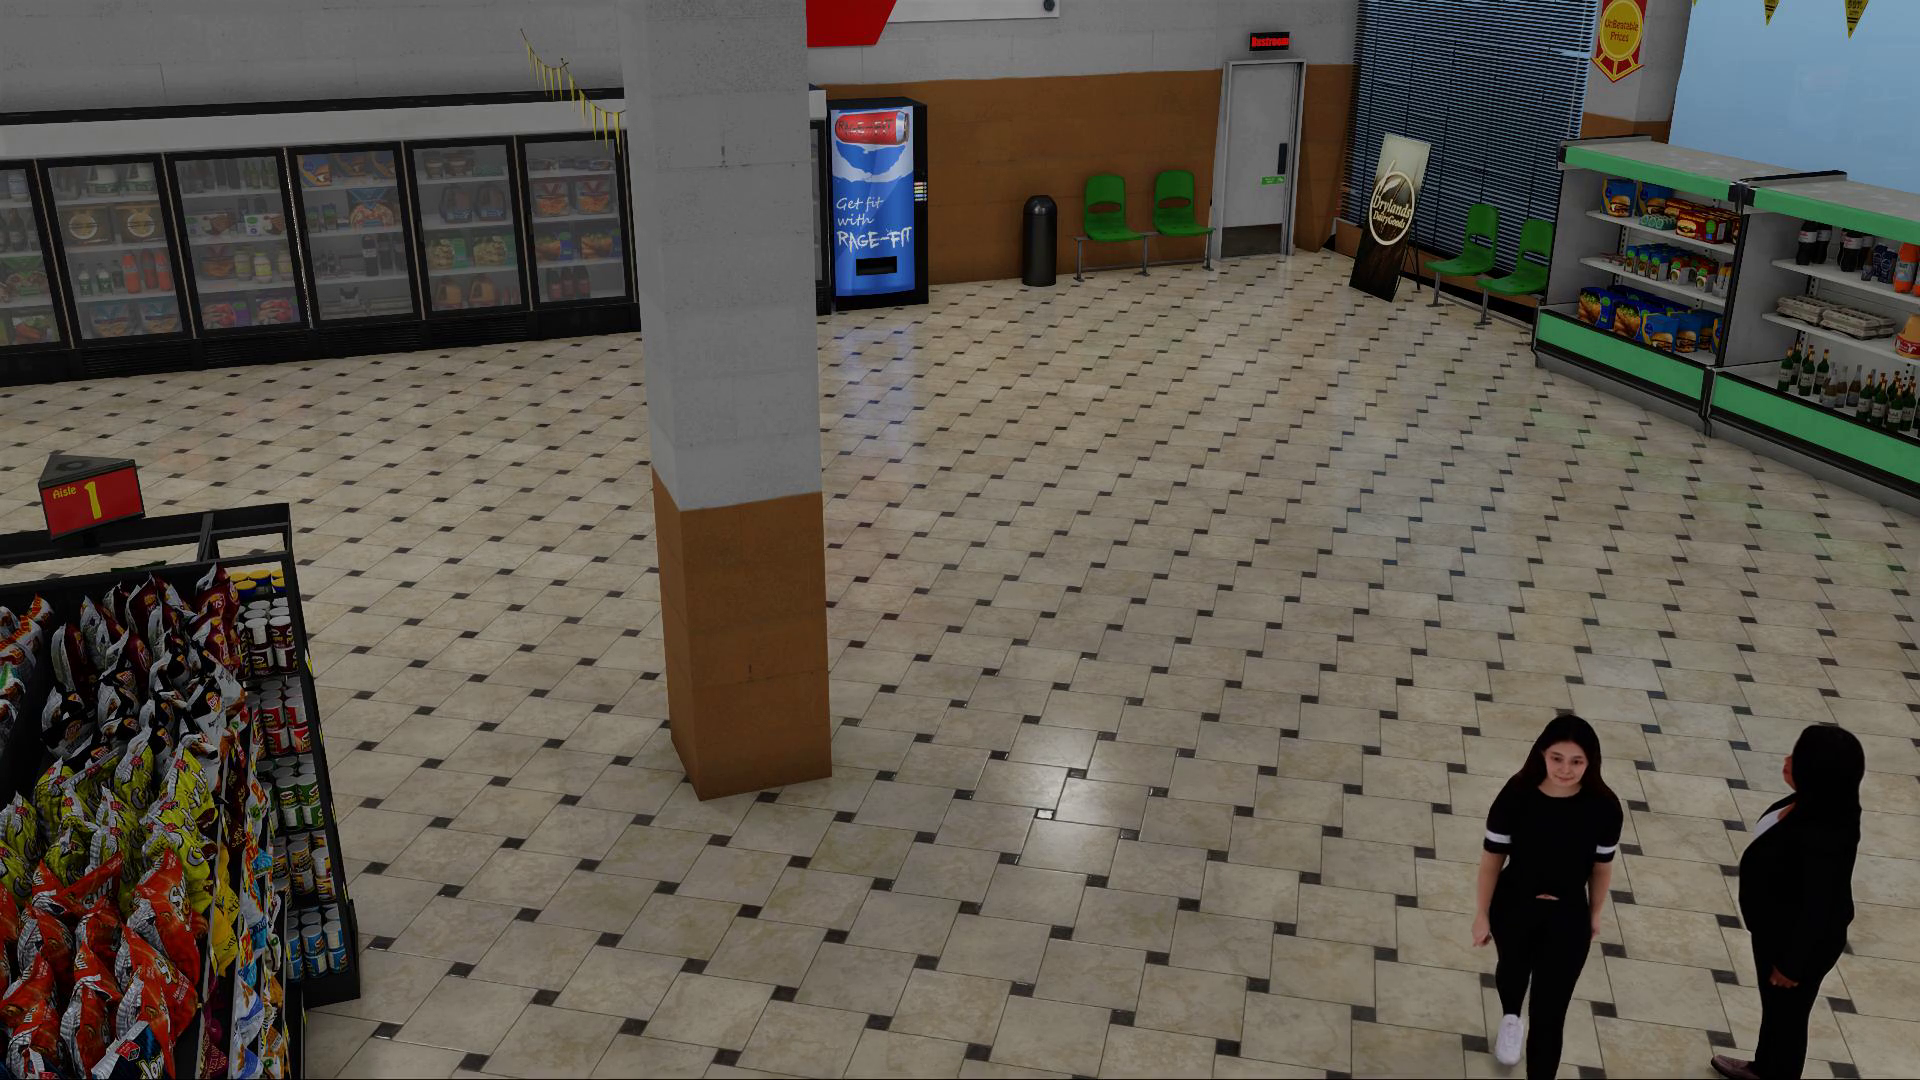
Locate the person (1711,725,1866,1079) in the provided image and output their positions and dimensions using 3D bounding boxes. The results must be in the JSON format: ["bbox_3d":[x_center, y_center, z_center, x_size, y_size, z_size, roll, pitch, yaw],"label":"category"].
[{"bbox_3d":[3.000,1.390,5.962,0.826,1.617,0.760,9,23,21],"label":"person"}]

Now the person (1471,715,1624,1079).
[{"bbox_3d":[2.125,1.338,6.126,1.026,1.592,1.186,6,23,14],"label":"person"}]
